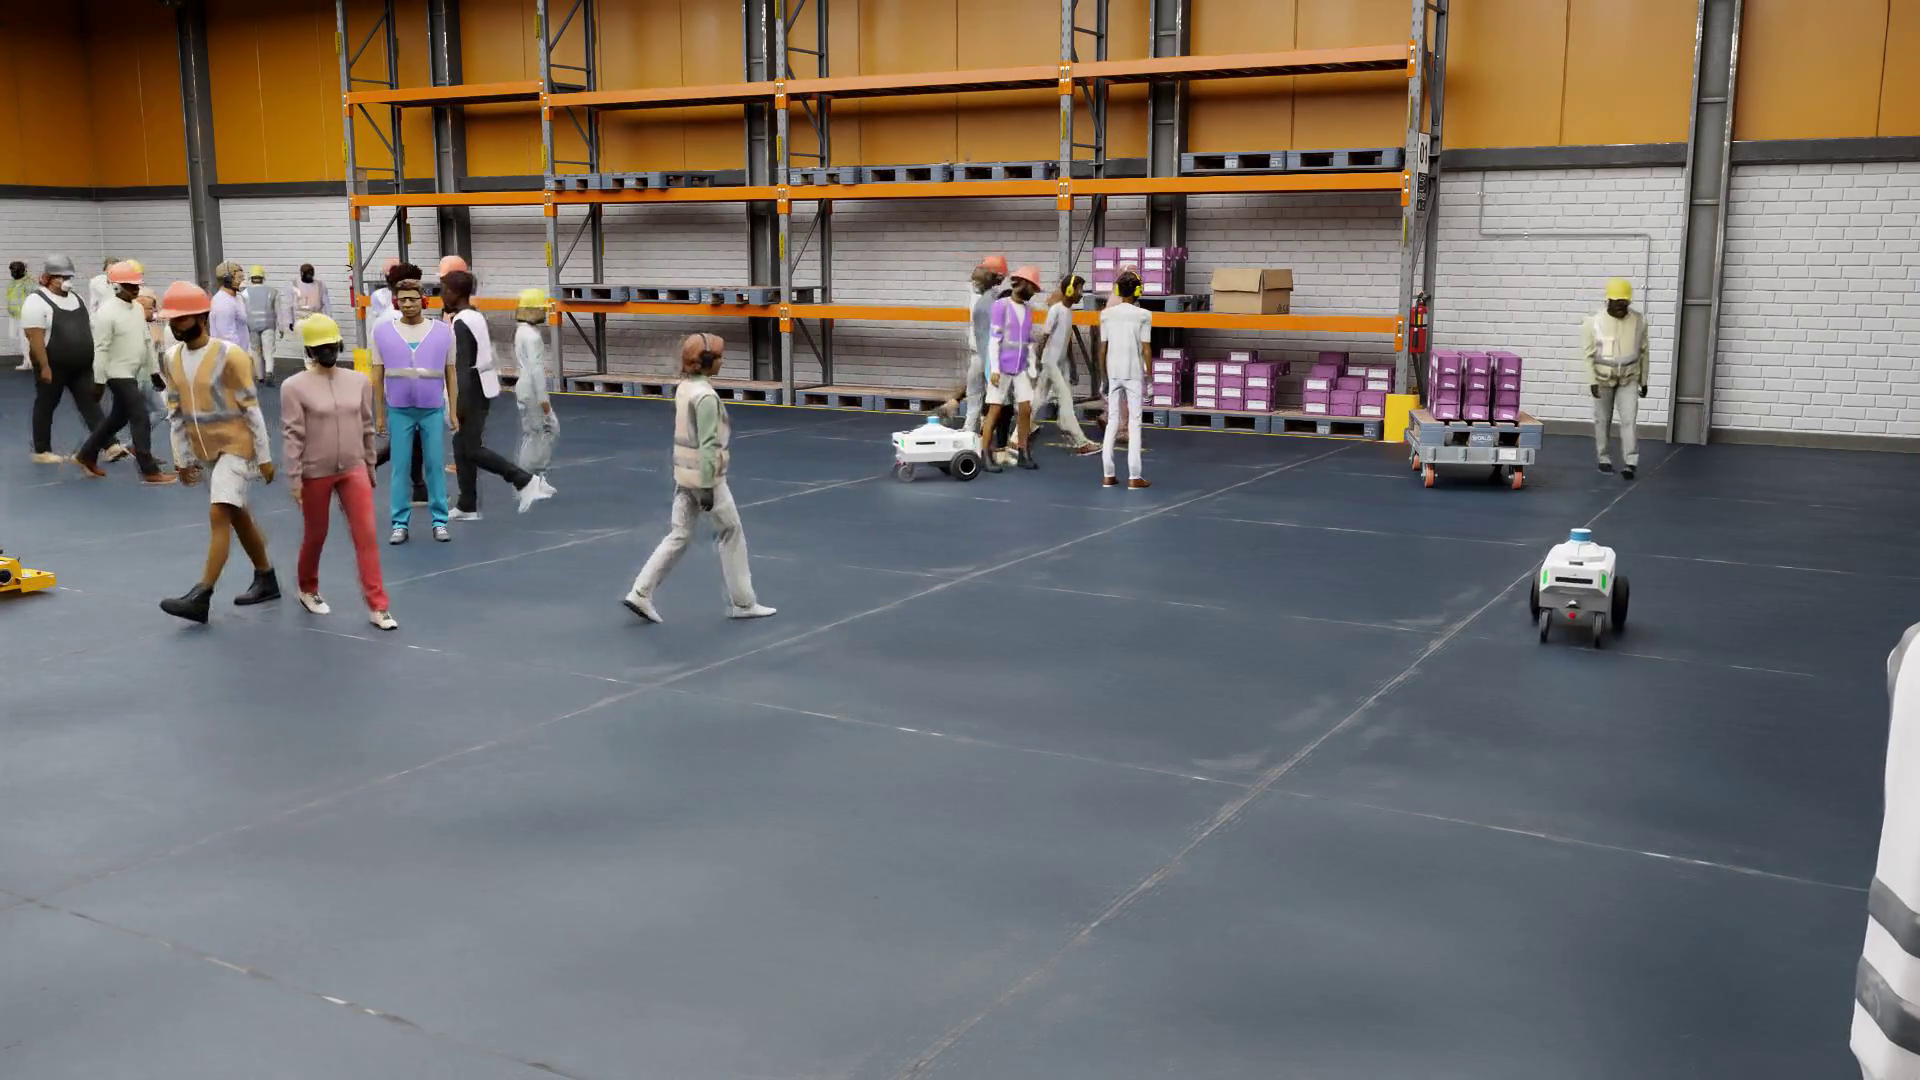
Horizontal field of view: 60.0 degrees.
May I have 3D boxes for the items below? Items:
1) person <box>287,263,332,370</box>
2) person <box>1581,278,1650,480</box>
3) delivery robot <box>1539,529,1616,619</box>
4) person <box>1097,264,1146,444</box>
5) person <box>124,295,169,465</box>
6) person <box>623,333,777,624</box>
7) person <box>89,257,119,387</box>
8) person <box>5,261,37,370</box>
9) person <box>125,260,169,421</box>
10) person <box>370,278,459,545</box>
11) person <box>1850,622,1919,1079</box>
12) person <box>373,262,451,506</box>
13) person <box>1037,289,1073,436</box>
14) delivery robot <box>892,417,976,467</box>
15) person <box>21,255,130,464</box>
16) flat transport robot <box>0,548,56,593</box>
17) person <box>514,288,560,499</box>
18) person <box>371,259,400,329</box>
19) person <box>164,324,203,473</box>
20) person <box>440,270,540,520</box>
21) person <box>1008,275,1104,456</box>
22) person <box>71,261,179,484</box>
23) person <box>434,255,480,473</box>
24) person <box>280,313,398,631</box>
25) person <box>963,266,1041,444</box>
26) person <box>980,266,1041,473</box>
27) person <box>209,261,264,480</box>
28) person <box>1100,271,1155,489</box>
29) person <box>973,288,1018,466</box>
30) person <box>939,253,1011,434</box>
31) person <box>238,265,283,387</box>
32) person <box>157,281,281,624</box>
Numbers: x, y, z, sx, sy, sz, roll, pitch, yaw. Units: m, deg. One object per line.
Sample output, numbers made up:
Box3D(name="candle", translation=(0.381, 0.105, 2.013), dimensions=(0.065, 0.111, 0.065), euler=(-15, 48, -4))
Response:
Box3D(name="person", translation=(-10.546, -3.575, 26.952), dimensions=(0.640, 1.809, 0.907), euler=(-7, 12, -33))
Box3D(name="person", translation=(5.855, -1.431, 14.848), dimensions=(0.615, 1.784, 0.799), euler=(2, 10, 10))
Box3D(name="delivery robot", translation=(3.309, 0.183, 8.899), dimensions=(0.477, 0.478, 0.707), euler=(5, 11, 24))
Box3D(name="person", translation=(1.717, -1.937, 17.392), dimensions=(0.464, 1.887, 0.667), euler=(4, 11, 21))
Box3D(name="person", translation=(-7.656, -1.499, 15.691), dimensions=(0.361, 1.614, 0.494), euler=(-5, 11, -27))
Box3D(name="person", translation=(-1.463, -0.333, 9.112), dimensions=(0.813, 1.604, 0.524), euler=(-5, 11, -26))
Box3D(name="person", translation=(-12.280, -3.144, 24.148), dimensions=(0.655, 1.917, 0.424), euler=(-4, 11, -20))
Box3D(name="person", translation=(-15.734, -3.764, 27.927), dimensions=(0.639, 1.821, 0.451), euler=(6, 12, 32))
Box3D(name="person", translation=(-9.752, -2.350, 19.703), dimensions=(0.712, 1.905, 0.603), euler=(3, 10, 17))
Box3D(name="person", translation=(-3.792, -0.896, 11.617), dimensions=(0.565, 1.845, 0.373), euler=(-3, 11, -18))
Box3D(name="person", translation=(1.393, 0.745, 2.237), dimensions=(0.345, 1.879, 0.579), euler=(2, 10, 10))
Box3D(name="person", translation=(-4.457, -1.200, 13.060), dimensions=(0.738, 1.945, 0.605), euler=(-4, 11, -22))
Box3D(name="person", translation=(1.017, -1.924, 18.094), dimensions=(0.608, 1.615, 0.509), euler=(-2, 10, -9))
Box3D(name="delivery robot", translation=(-0.234, -0.853, 14.763), dimensions=(0.707, 0.478, 0.477), euler=(-3, 11, -17))
Box3D(name="person", translation=(-8.435, -1.717, 15.719), dimensions=(1.025, 2.000, 0.707), euler=(4, 11, 20))
Box3D(name="flat transport robot", translation=(-6.062, 0.262, 9.518), dimensions=(0.652, 0.197, 1.431), euler=(6, 12, 29))
Box3D(name="person", translation=(-3.456, -1.189, 13.625), dimensions=(0.474, 1.727, 0.499), euler=(-4, 11, -19))
Box3D(name="person", translation=(-6.593, -2.325, 19.500), dimensions=(0.566, 1.919, 0.413), euler=(-5, 11, -27))
Box3D(name="person", translation=(-7.110, -1.434, 15.267), dimensions=(0.278, 1.634, 0.498), euler=(-1, 10, -5))
Box3D(name="person", translation=(-3.596, -1.077, 12.501), dimensions=(0.700, 1.896, 0.616), euler=(-2, 10, -11))
Box3D(name="person", translation=(0.950, -1.714, 16.442), dimensions=(1.057, 1.785, 0.514), euler=(3, 10, 14))
Box3D(name="person", translation=(-7.380, -1.438, 14.454), dimensions=(0.966, 1.949, 0.633), euler=(0, 10, -2))
Box3D(name="person", translation=(-4.562, -1.593, 15.167), dimensions=(0.422, 1.981, 0.651), euler=(-7, 12, -33))
Box3D(name="person", translation=(-3.449, -0.387, 9.124), dimensions=(0.527, 1.716, 0.906), euler=(-9, 14, -42))
Box3D(name="person", translation=(0.369, -1.906, 17.277), dimensions=(0.978, 1.881, 0.660), euler=(3, 10, 15))
Box3D(name="person", translation=(0.472, -1.562, 15.279), dimensions=(0.594, 1.886, 0.427), euler=(-9, 13, -42))
Box3D(name="person", translation=(-6.474, -1.506, 14.810), dimensions=(0.376, 1.940, 0.627), euler=(-5, 11, -25))
Box3D(name="person", translation=(1.434, -1.364, 14.240), dimensions=(0.511, 1.860, 0.316), euler=(6, 12, 31))
Box3D(name="person", translation=(0.366, -1.527, 15.656), dimensions=(0.420, 1.674, 0.554), euler=(3, 10, 15))
Box3D(name="person", translation=(0.209, -2.115, 18.092), dimensions=(0.709, 1.994, 0.658), euler=(-4, 11, -23))
Box3D(name="person", translation=(-10.359, -3.173, 24.662), dimensions=(0.593, 1.804, 0.883), euler=(-4, 11, -21))
Box3D(name="person", translation=(-4.191, -0.488, 9.253), dimensions=(0.554, 1.866, 1.015), euler=(4, 11, 23))
